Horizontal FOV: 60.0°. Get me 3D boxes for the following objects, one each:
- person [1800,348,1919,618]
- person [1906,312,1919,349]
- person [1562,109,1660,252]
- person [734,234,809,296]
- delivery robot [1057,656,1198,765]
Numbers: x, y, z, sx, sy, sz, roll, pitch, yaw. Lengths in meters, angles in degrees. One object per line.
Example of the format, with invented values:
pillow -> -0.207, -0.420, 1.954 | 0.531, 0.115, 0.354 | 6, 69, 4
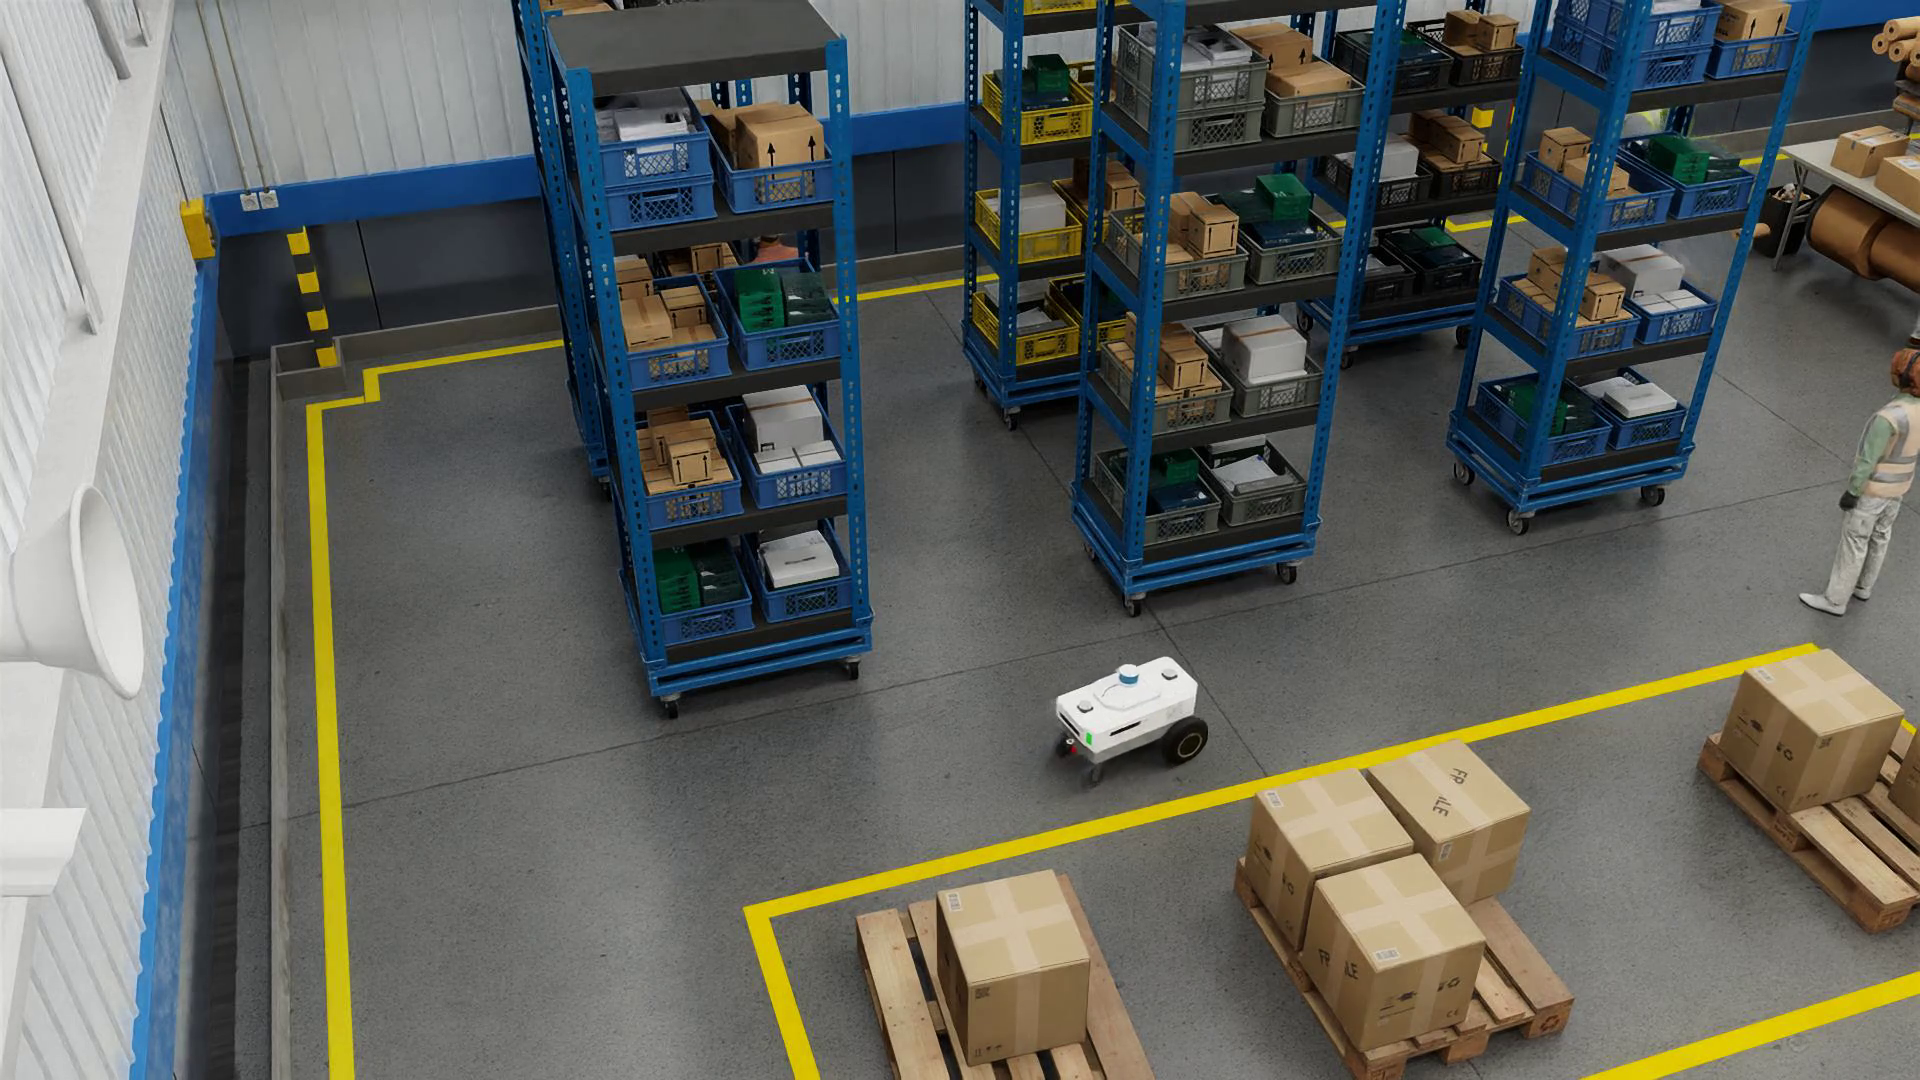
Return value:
person -> 5.138, -0.316, 9.310 | 0.511, 1.630, 0.317 | -23, 41, -29
person -> 7.132, -2.118, 11.610 | 0.371, 1.929, 0.629 | 3, 35, 4
person -> 4.952, -2.751, 12.622 | 0.707, 1.796, 0.626 | 9, 36, 13
person -> -1.139, -1.178, 10.233 | 0.625, 1.981, 0.412 | -29, 44, -35
delivery robot -> 0.850, 0.851, 8.502 | 0.707, 0.478, 0.477 | -18, 39, -24
